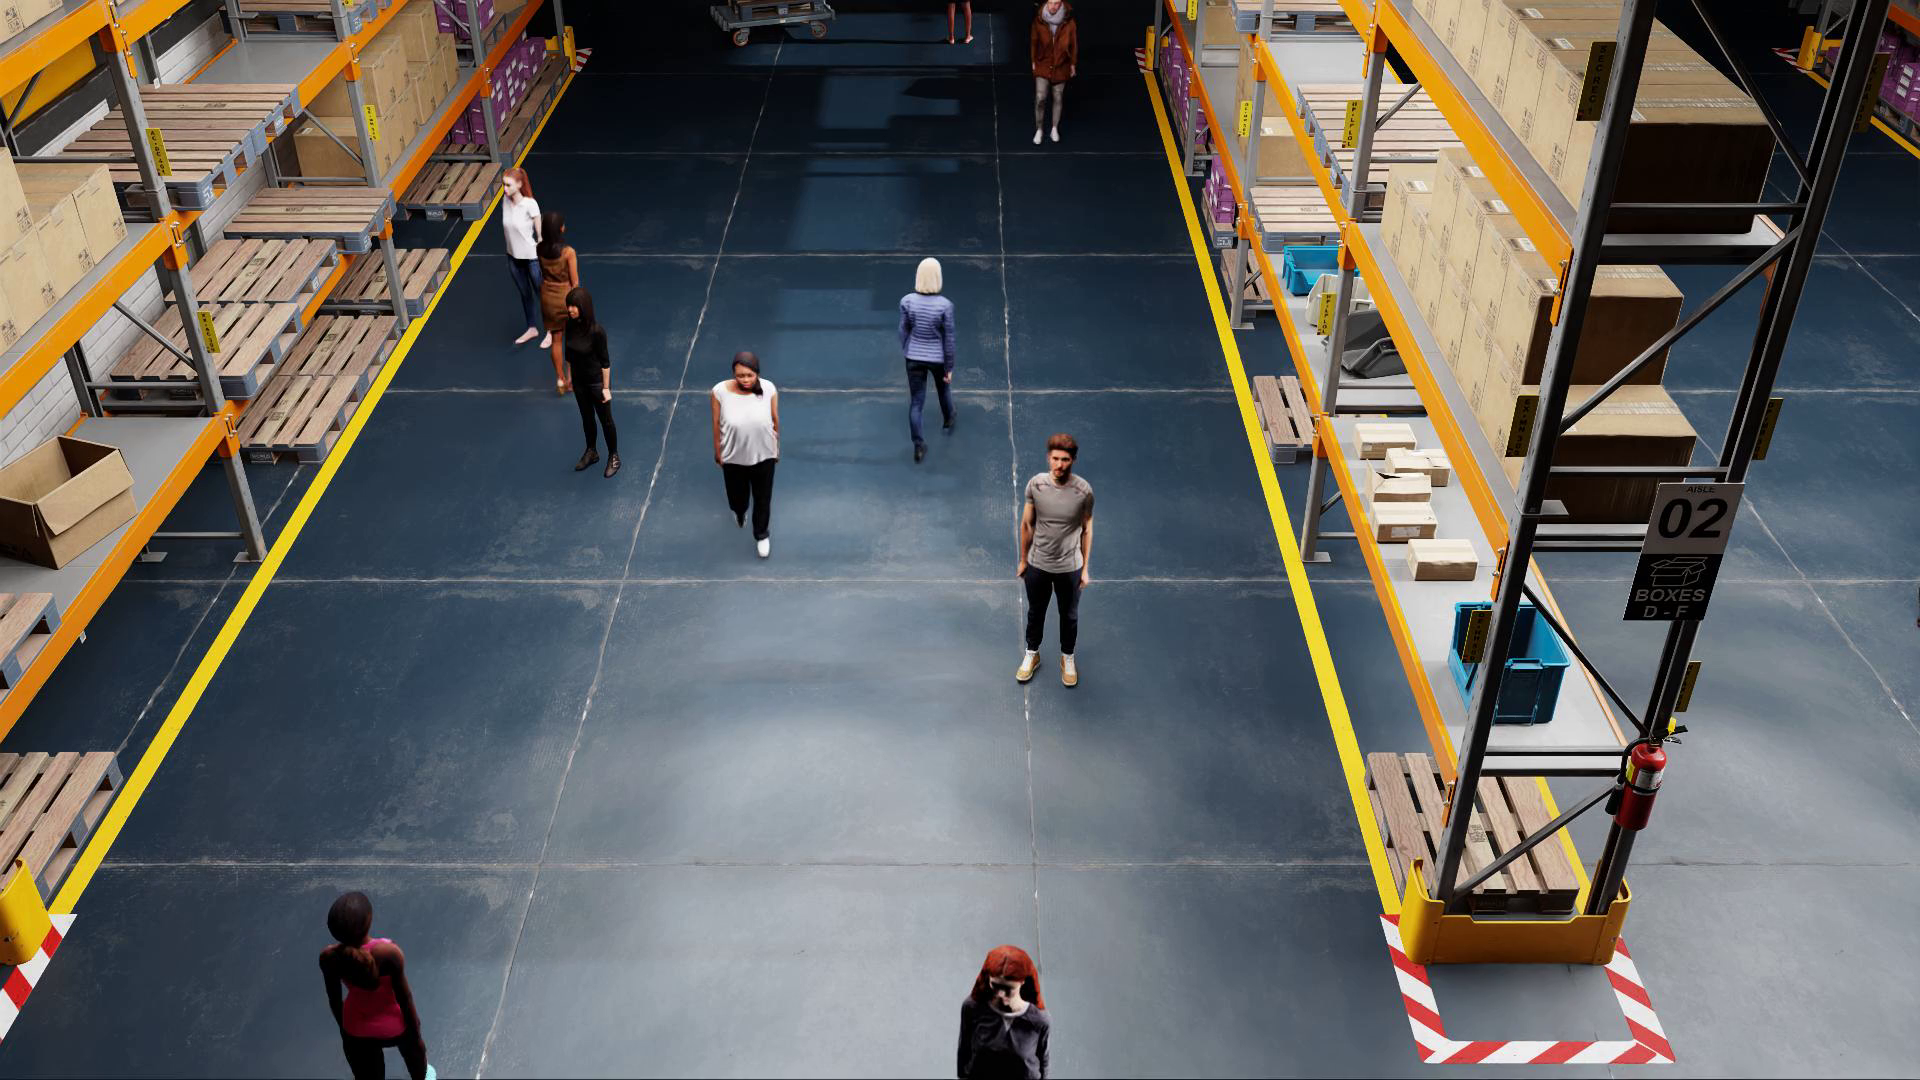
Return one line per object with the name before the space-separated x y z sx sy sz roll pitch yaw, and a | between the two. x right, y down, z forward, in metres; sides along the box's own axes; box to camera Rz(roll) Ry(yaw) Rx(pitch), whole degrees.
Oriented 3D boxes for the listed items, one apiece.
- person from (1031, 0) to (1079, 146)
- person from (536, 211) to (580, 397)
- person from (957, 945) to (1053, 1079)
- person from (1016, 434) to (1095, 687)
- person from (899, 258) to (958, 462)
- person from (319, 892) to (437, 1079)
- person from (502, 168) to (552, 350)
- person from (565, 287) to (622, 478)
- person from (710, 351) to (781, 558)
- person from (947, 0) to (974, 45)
person | 1.112 -5.706 19.985 0.714 1.821 0.693 -2 34 -3
person | -3.542 -2.041 14.610 0.692 1.668 0.887 8 35 12
person | 0.198 2.522 7.645 0.612 1.780 0.562 6 34 9
person | 0.637 0.125 11.142 0.675 1.900 0.620 6 34 8
person | -0.292 -1.447 13.682 0.774 1.706 1.084 5 34 8
person | -2.778 2.413 7.894 0.651 1.685 1.170 -4 34 -6
person | -4.007 -2.620 15.419 0.644 1.737 0.654 15 37 22
person | -3.001 -1.304 13.525 0.652 1.642 0.640 15 36 21
person | -1.600 -0.694 12.576 0.746 1.676 0.841 -6 34 -9
person | -0.031 -7.851 23.304 0.606 1.720 0.500 0 34 -1
